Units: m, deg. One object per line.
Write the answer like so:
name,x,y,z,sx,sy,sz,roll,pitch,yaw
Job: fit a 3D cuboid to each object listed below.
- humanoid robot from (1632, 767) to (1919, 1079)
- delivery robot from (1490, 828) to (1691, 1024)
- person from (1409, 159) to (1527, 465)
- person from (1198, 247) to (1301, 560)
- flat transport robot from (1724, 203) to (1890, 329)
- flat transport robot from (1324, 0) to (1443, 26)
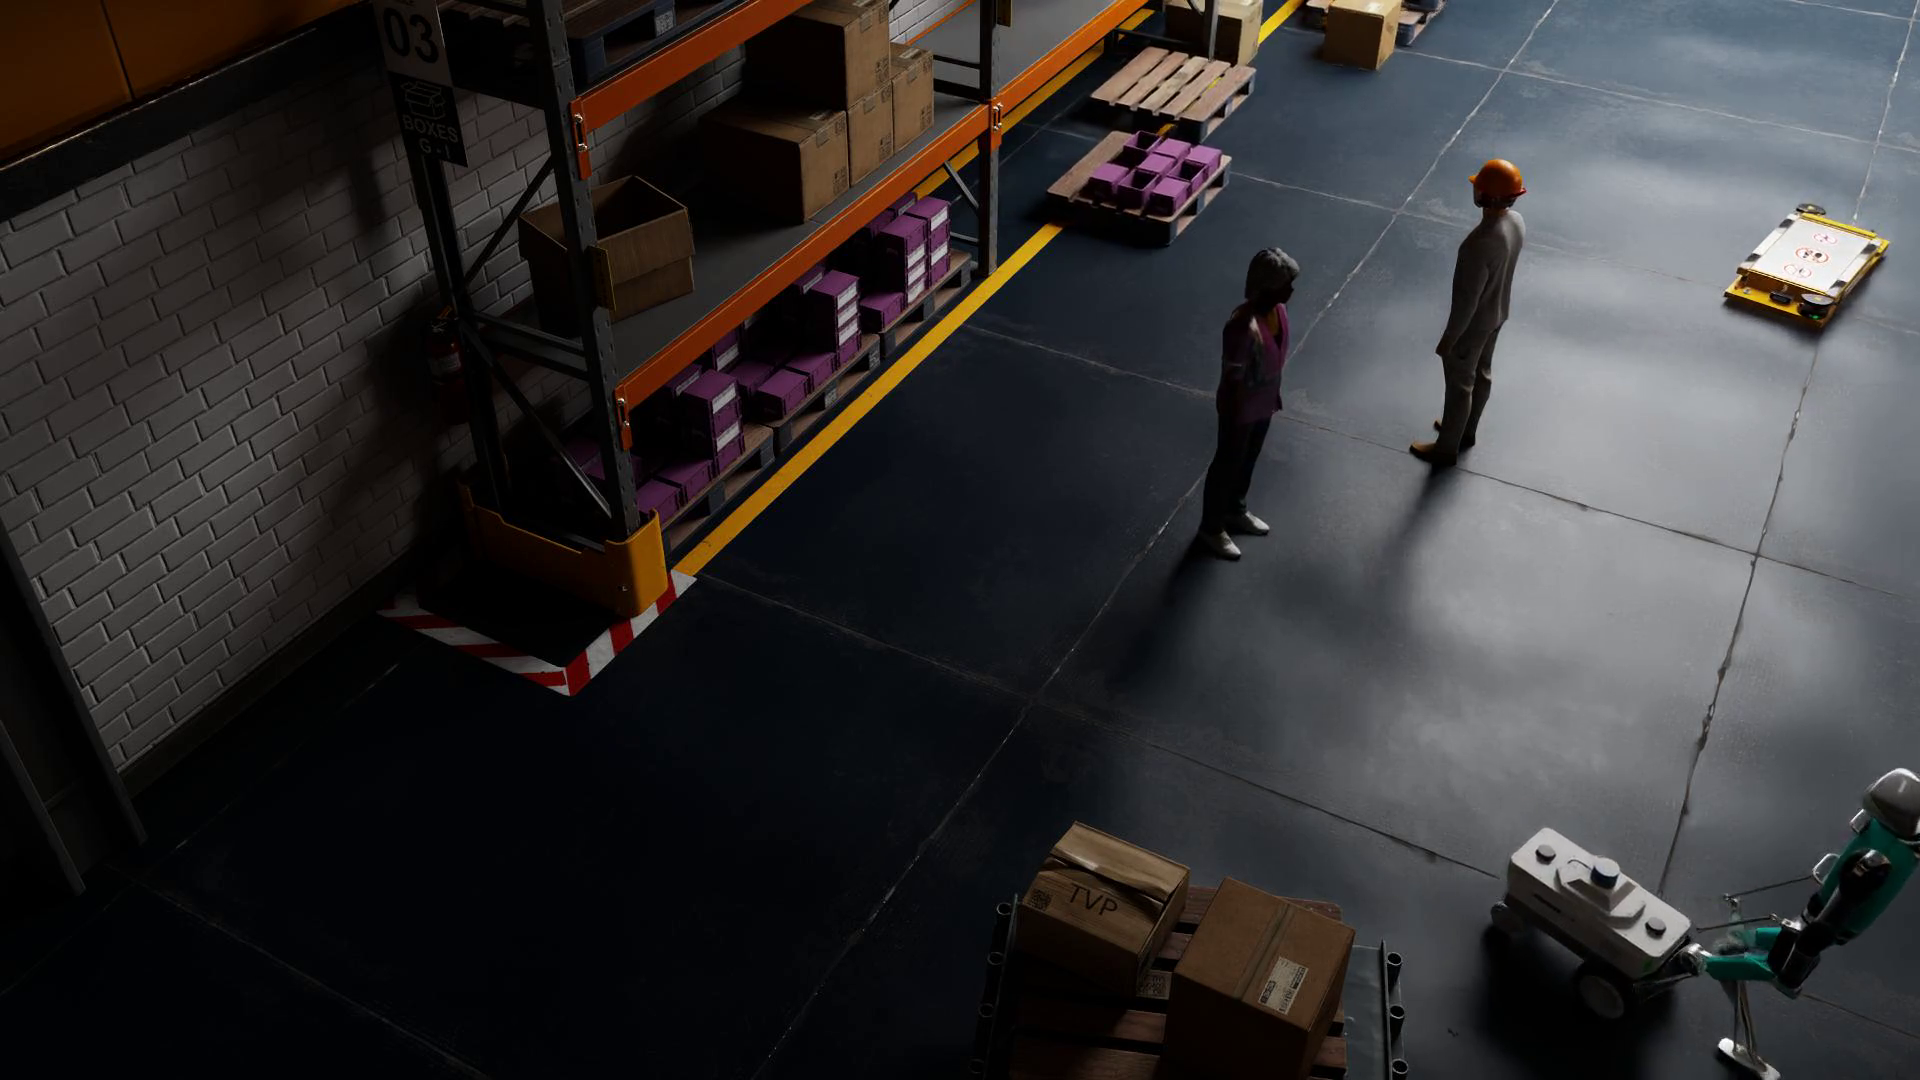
humanoid robot,3.021,1.395,6.348,0.559,1.832,0.875,-29,47,-31
delivery robot,2.676,1.593,7.012,0.499,0.611,0.809,-29,47,-31
person,2.935,-1.286,9.527,0.373,1.897,0.571,31,48,32
person,1.545,-0.731,8.874,0.327,1.842,0.511,27,46,29
flat transport robot,5.946,-1.929,11.631,0.659,0.231,1.431,28,46,30
flat transport robot,3.965,-5.056,15.540,0.659,0.231,1.431,20,43,23
